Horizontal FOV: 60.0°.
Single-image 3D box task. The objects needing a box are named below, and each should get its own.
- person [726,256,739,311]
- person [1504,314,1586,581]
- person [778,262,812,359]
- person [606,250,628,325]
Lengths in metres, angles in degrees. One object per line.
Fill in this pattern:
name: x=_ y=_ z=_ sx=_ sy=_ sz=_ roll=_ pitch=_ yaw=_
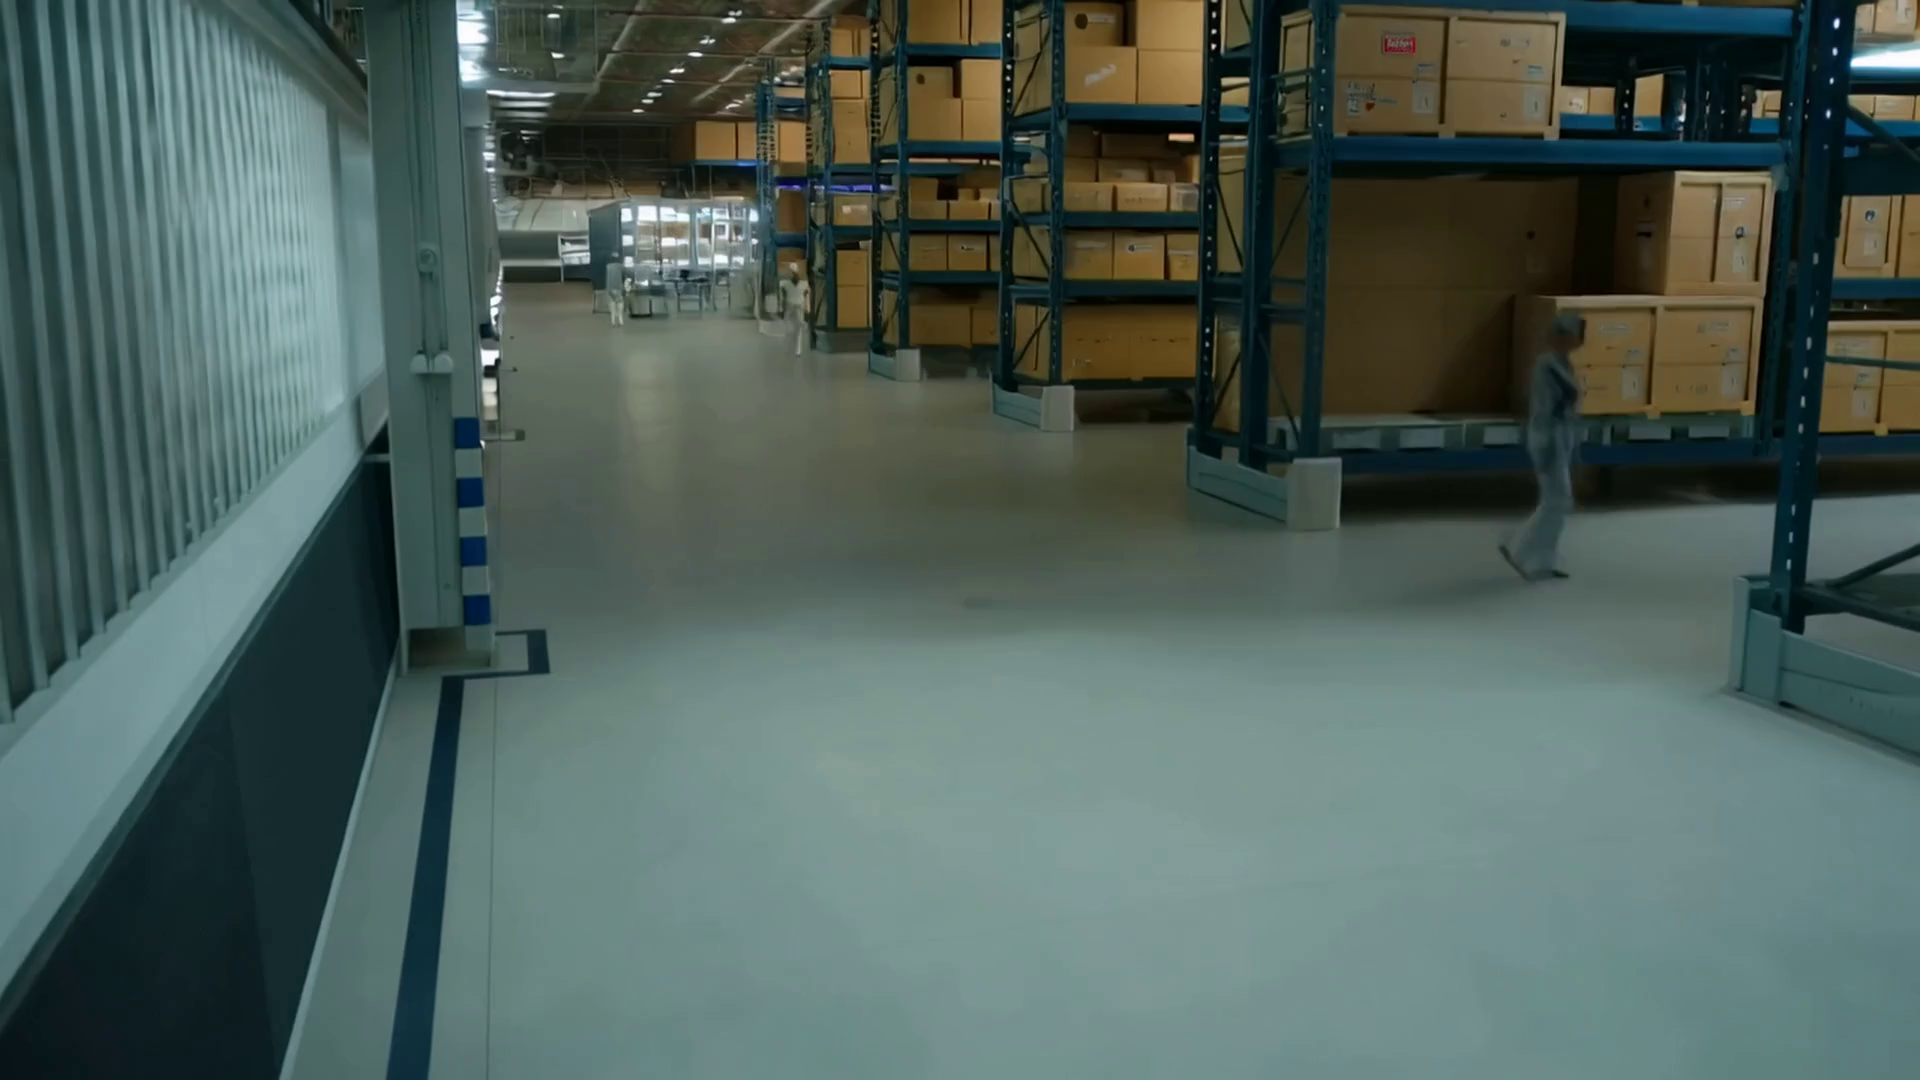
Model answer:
person: x=-6.524 y=-7.325 z=48.104 sx=0.485 sy=1.735 sz=0.346 roll=5 pitch=11 yaw=26
person: x=3.573 y=-0.540 z=9.981 sx=0.363 sy=1.621 sz=0.537 roll=7 pitch=12 yaw=36
person: x=-2.938 y=-4.087 z=29.740 sx=0.602 sy=1.730 sz=0.518 roll=-2 pitch=10 yaw=-12
person: x=-8.862 y=-6.527 z=43.040 sx=0.579 sy=1.921 sz=0.480 roll=1 pitch=10 yaw=7
